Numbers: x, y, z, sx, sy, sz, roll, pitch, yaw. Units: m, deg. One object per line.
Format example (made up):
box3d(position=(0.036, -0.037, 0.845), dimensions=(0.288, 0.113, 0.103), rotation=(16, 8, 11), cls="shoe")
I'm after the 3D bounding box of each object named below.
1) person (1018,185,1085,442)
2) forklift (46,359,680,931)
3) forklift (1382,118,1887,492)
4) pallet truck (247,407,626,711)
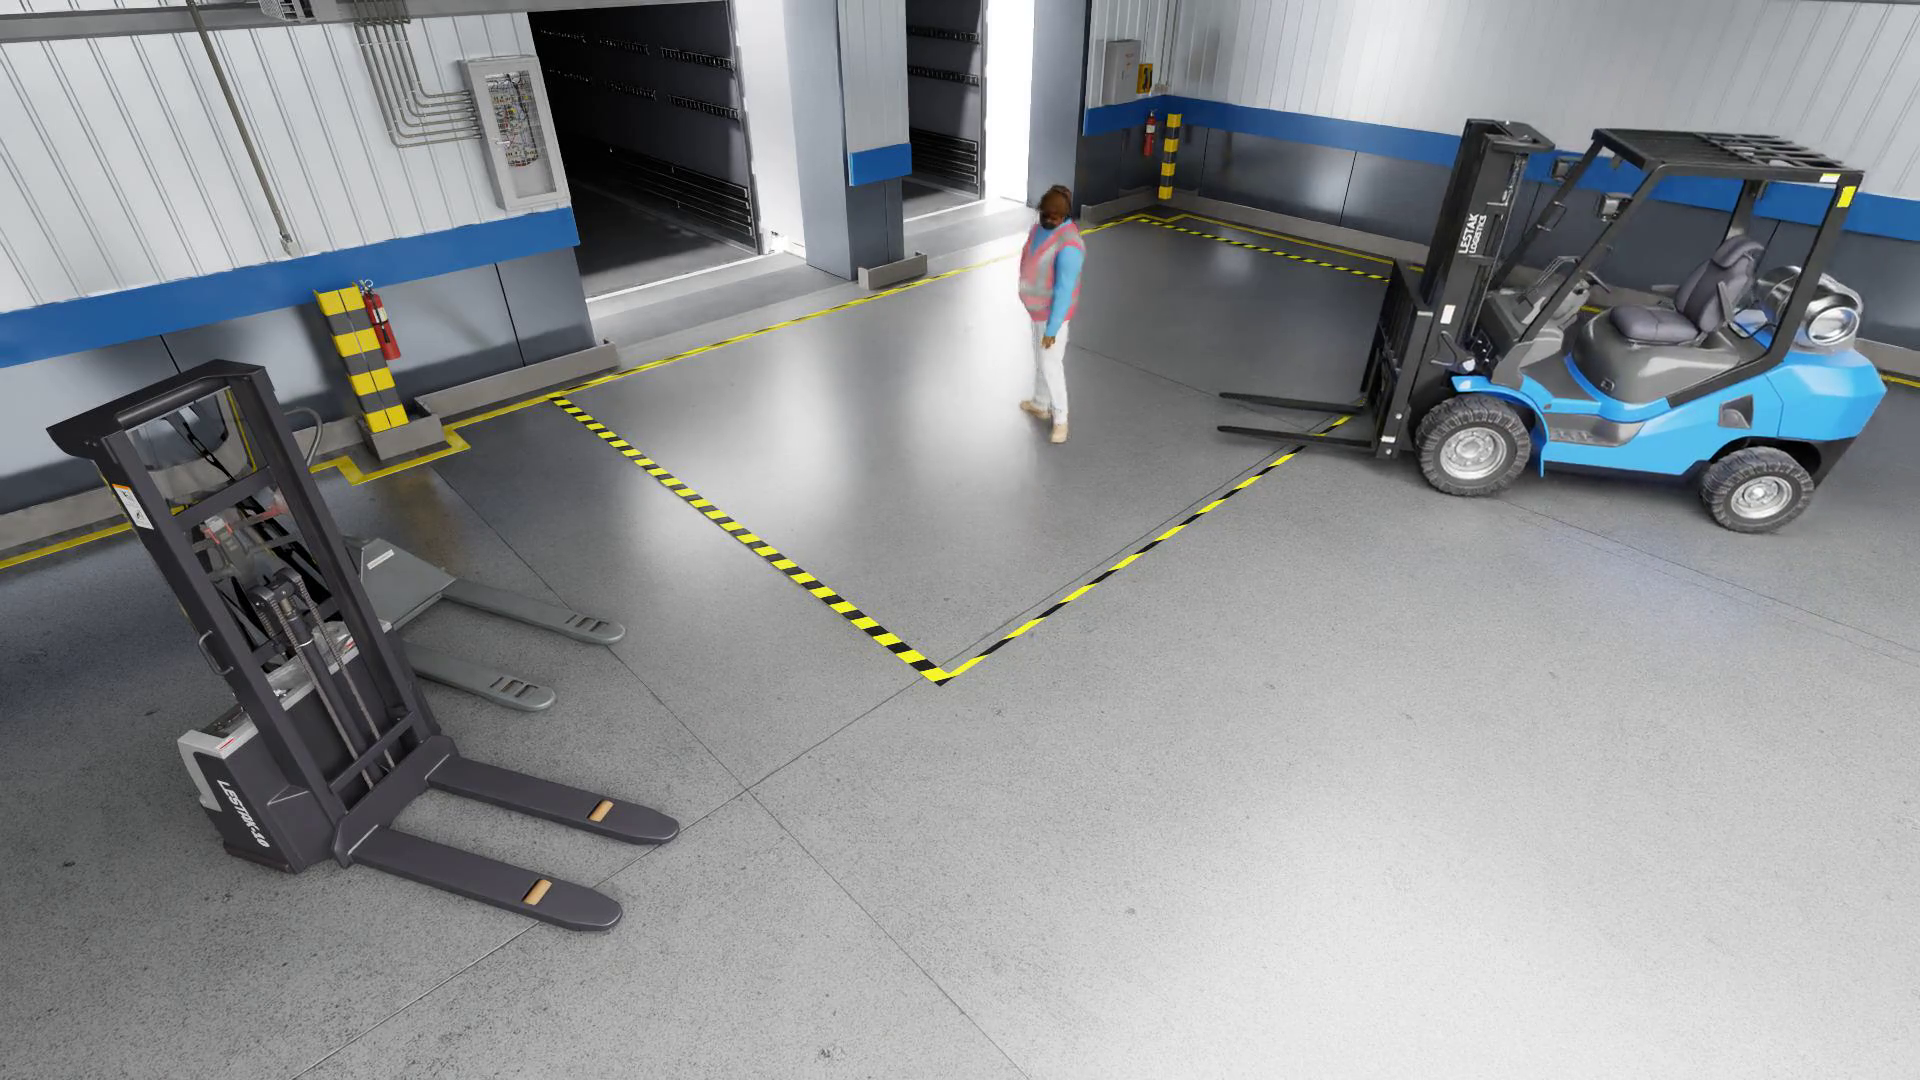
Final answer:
box3d(position=(0.622, -1.618, 6.531), dimensions=(0.432, 1.807, 0.696), rotation=(-7, 35, -10), cls="person")
box3d(position=(-2.135, 0.422, 3.354), dimensions=(1.885, 1.965, 0.823), rotation=(10, 35, 14), cls="forklift")
box3d(position=(4.264, -1.483, 5.839), dimensions=(2.680, 2.036, 1.157), rotation=(8, 35, 12), cls="forklift")
box3d(position=(-2.628, 0.038, 4.590), dimensions=(1.601, 1.201, 0.680), rotation=(12, 36, 18), cls="pallet truck")
